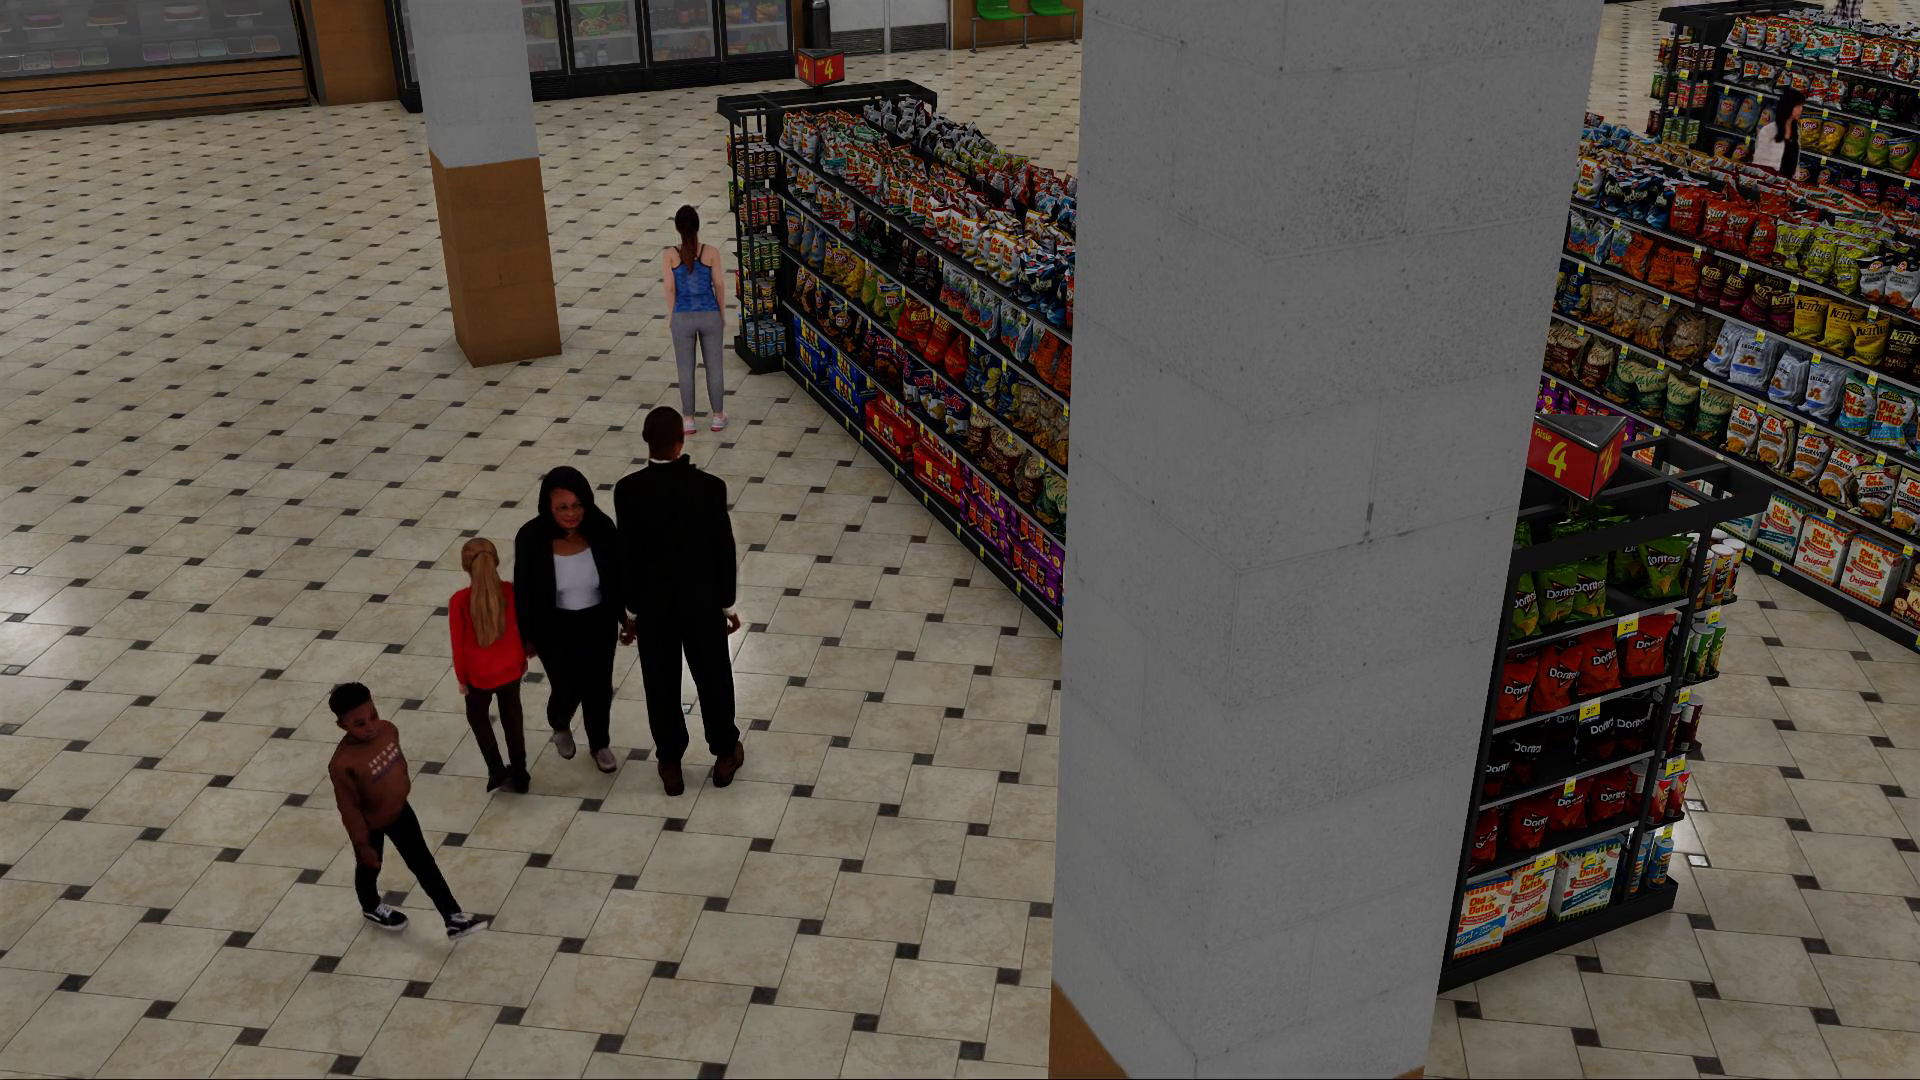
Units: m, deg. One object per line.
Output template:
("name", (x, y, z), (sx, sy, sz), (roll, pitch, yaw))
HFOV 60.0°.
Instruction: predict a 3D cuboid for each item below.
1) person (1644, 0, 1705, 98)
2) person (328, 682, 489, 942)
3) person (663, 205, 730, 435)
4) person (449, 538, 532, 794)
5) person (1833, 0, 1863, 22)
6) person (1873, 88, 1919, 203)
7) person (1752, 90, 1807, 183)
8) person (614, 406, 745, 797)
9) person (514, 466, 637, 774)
("person", (9.214, -6.390, 21.007), (0.996, 1.658, 1.060), (0, 27, 1))
("person", (-2.396, 1.105, 6.706), (0.930, 1.224, 0.828), (11, 29, 21))
("person", (-1.817, -1.519, 11.454), (0.617, 1.610, 0.625), (-5, 27, -10))
("person", (-2.123, 0.622, 7.610), (0.542, 1.267, 0.617), (-17, 31, -30))
("person", (13.104, -8.208, 24.413), (0.821, 1.820, 0.639), (2, 27, 4))
("person", (8.179, -3.163, 14.537), (0.732, 1.755, 0.686), (-21, 34, -35))
("person", (7.068, -3.146, 14.646), (0.630, 1.625, 0.586), (-13, 29, -23))
("person", (-1.274, 0.288, 7.566), (0.764, 1.904, 0.736), (-3, 27, -6))
("person", (-1.820, 0.350, 7.780), (0.728, 1.599, 0.746), (-17, 32, -30))
